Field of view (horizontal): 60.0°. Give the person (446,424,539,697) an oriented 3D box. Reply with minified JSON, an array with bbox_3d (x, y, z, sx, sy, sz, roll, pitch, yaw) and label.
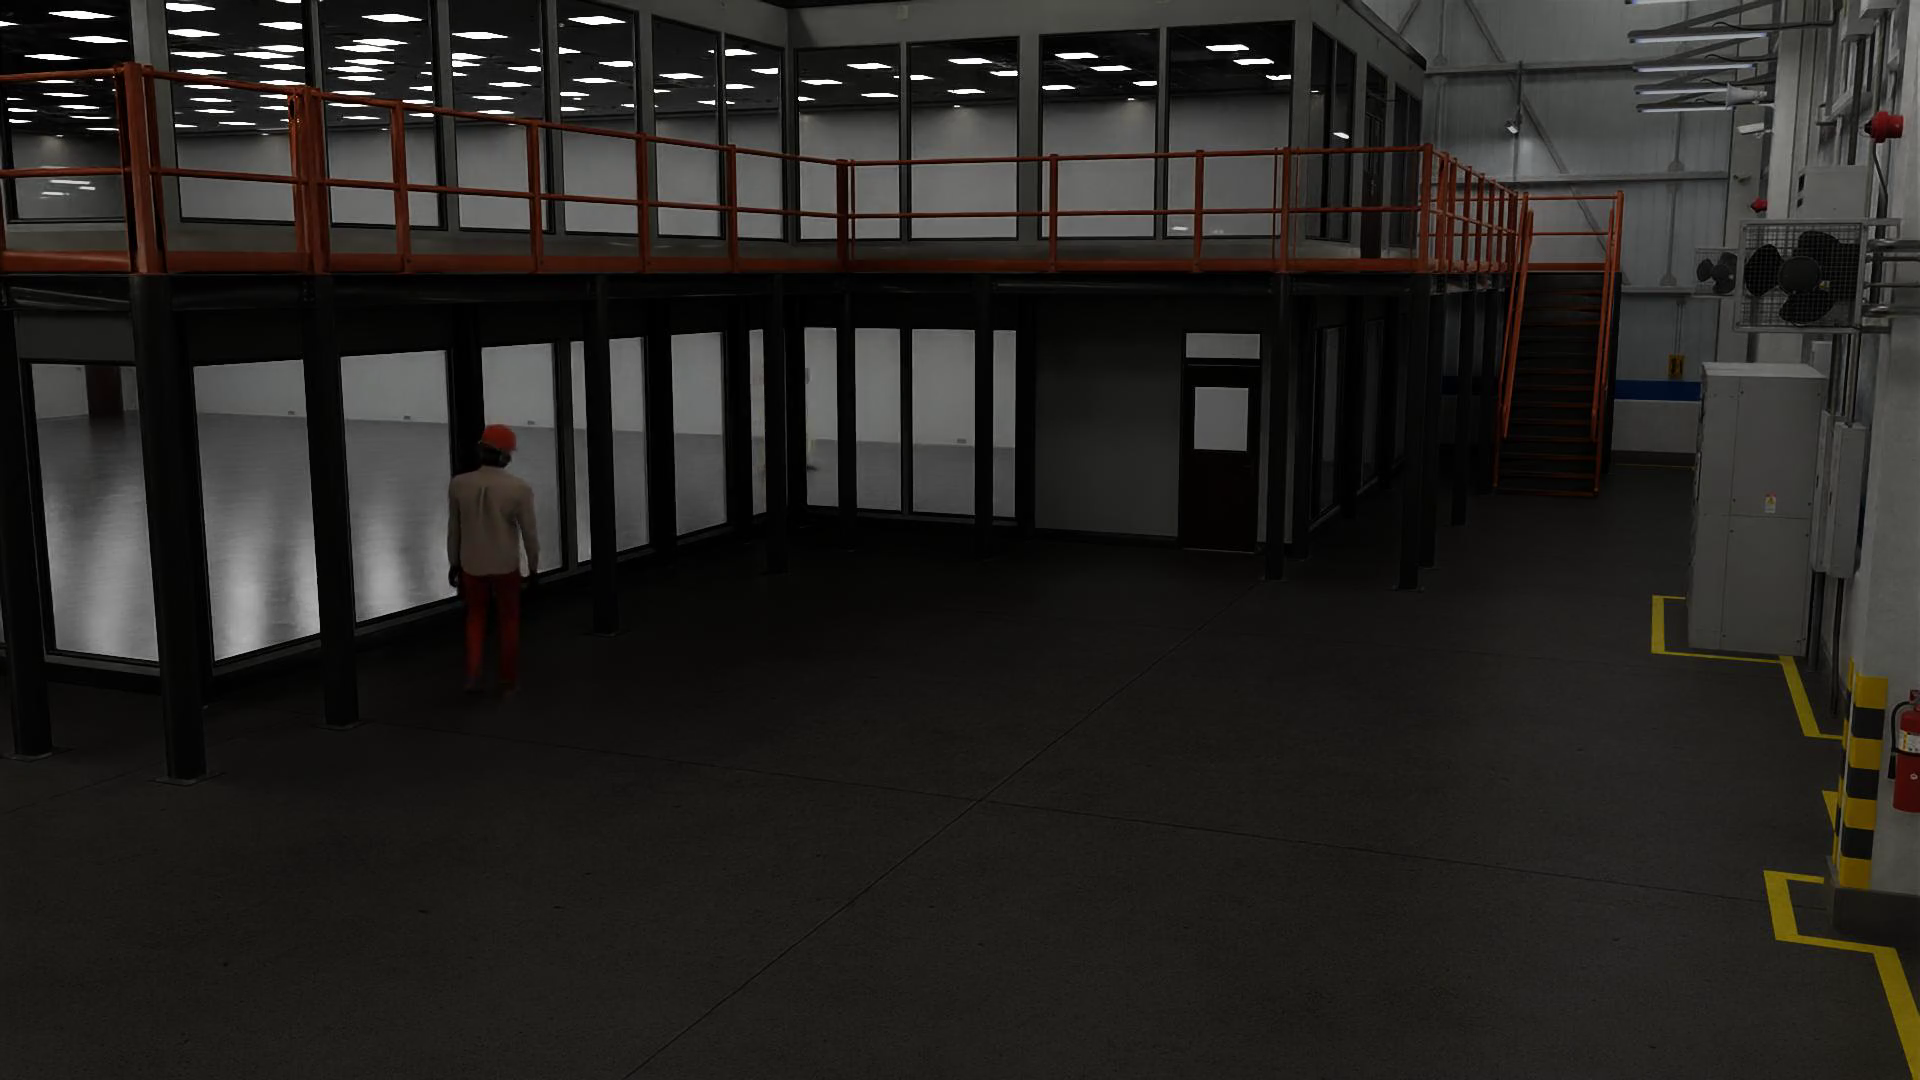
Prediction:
[{"bbox_3d":[-3.312,0.160,11.848,0.634,1.978,0.475,1,9,4],"label":"person"}]
